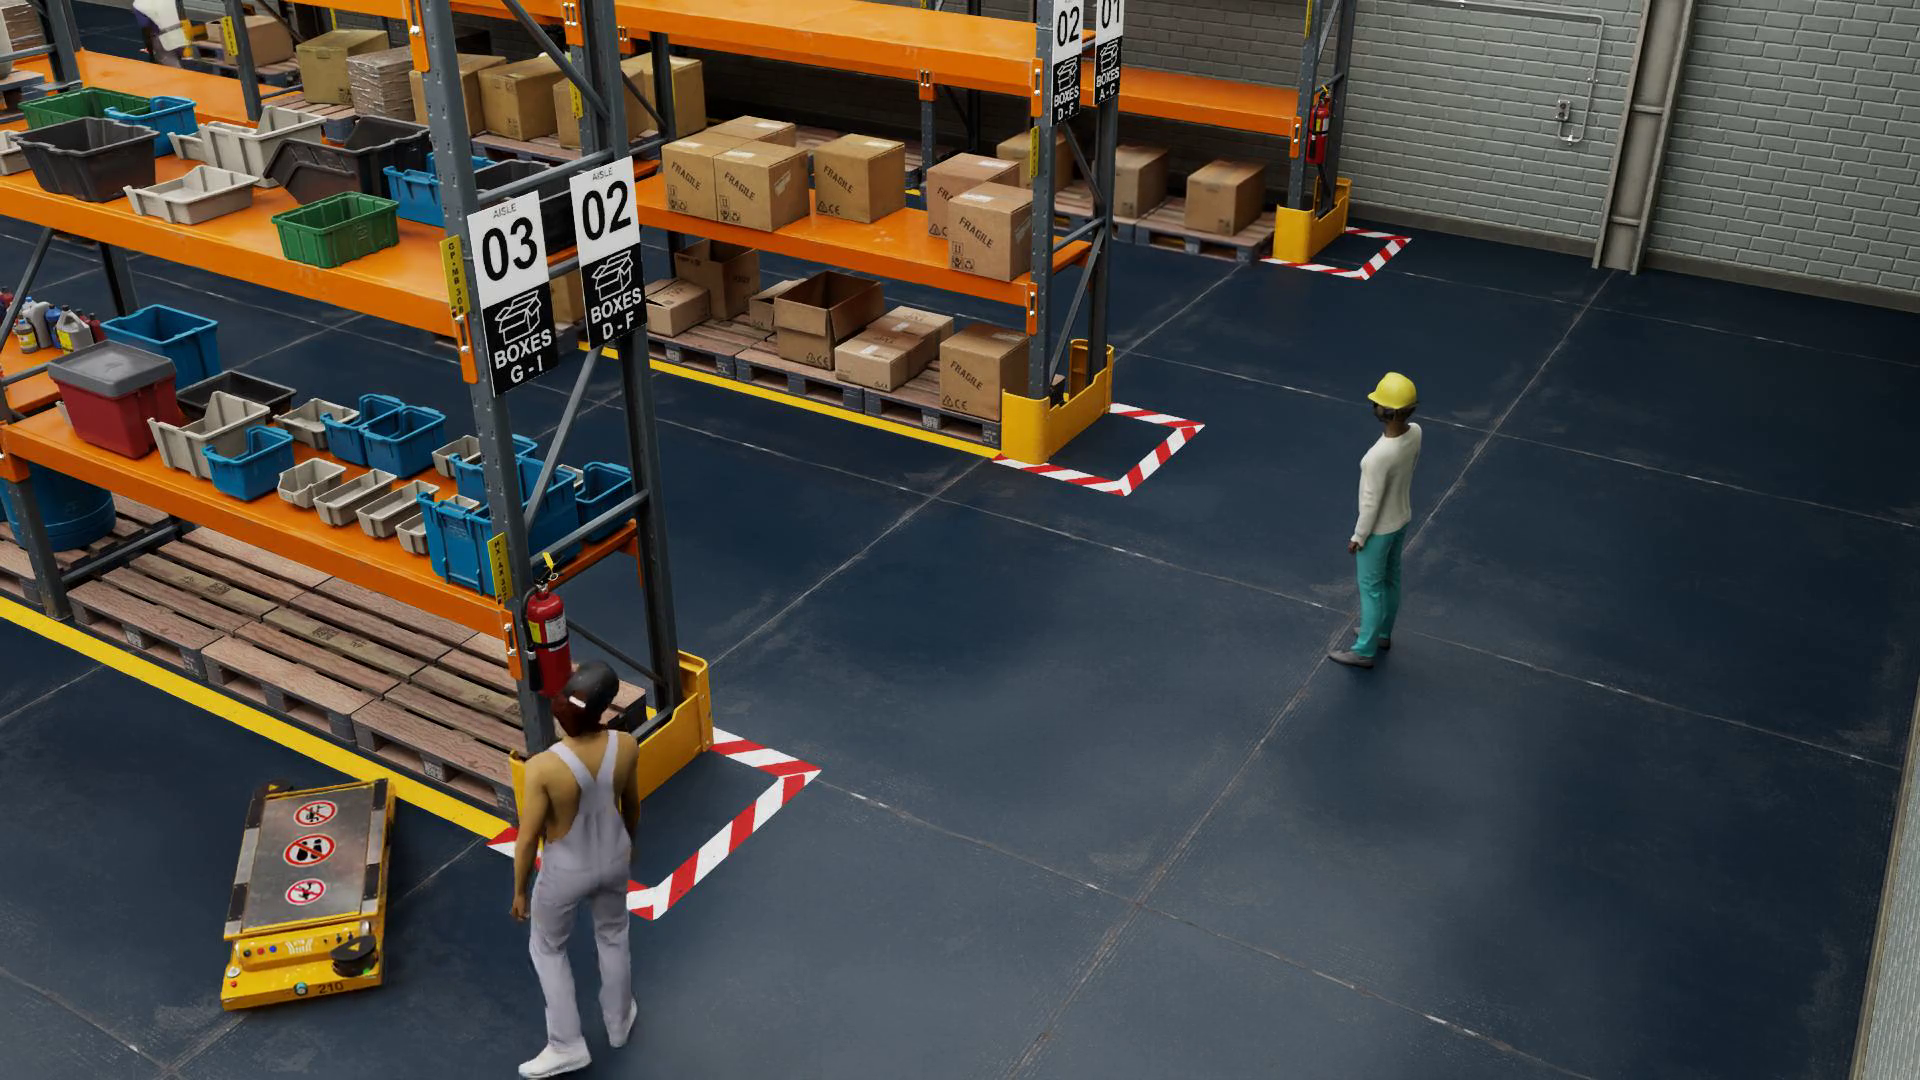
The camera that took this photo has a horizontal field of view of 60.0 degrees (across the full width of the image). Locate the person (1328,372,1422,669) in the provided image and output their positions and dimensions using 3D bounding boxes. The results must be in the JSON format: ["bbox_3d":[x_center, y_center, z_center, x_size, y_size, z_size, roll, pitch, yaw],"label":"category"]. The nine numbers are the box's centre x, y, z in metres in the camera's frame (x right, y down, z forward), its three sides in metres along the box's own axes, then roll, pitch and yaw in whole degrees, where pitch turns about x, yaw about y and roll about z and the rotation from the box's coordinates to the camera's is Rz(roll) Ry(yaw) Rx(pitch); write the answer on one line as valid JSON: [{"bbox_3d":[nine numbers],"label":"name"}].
[{"bbox_3d":[2.337,-0.104,9.282,0.313,1.768,0.524,21,36,33],"label":"person"}]

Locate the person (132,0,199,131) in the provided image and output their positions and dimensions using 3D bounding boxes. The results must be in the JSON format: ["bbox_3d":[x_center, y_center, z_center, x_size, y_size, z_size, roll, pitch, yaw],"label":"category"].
[{"bbox_3d":[-9.225,-5.668,19.255,0.948,1.768,0.566,10,31,17],"label":"person"}]

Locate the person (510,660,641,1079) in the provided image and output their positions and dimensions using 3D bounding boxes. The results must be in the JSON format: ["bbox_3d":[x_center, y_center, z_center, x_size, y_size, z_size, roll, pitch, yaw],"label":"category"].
[{"bbox_3d":[-1.540,1.337,6.655,0.673,1.820,0.384,-19,34,-30],"label":"person"}]

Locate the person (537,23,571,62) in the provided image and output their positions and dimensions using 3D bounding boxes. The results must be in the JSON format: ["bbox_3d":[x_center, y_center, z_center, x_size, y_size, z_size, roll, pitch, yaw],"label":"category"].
[{"bbox_3d":[-4.094,-4.468,17.182,0.534,1.696,0.318,6,30,10],"label":"person"}]

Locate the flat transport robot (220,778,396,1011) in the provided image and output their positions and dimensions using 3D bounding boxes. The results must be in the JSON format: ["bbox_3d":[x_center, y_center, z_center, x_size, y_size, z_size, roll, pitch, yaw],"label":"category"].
[{"bbox_3d":[-3.022,1.588,7.784,0.659,0.231,1.431,-7,30,-12],"label":"flat transport robot"}]
